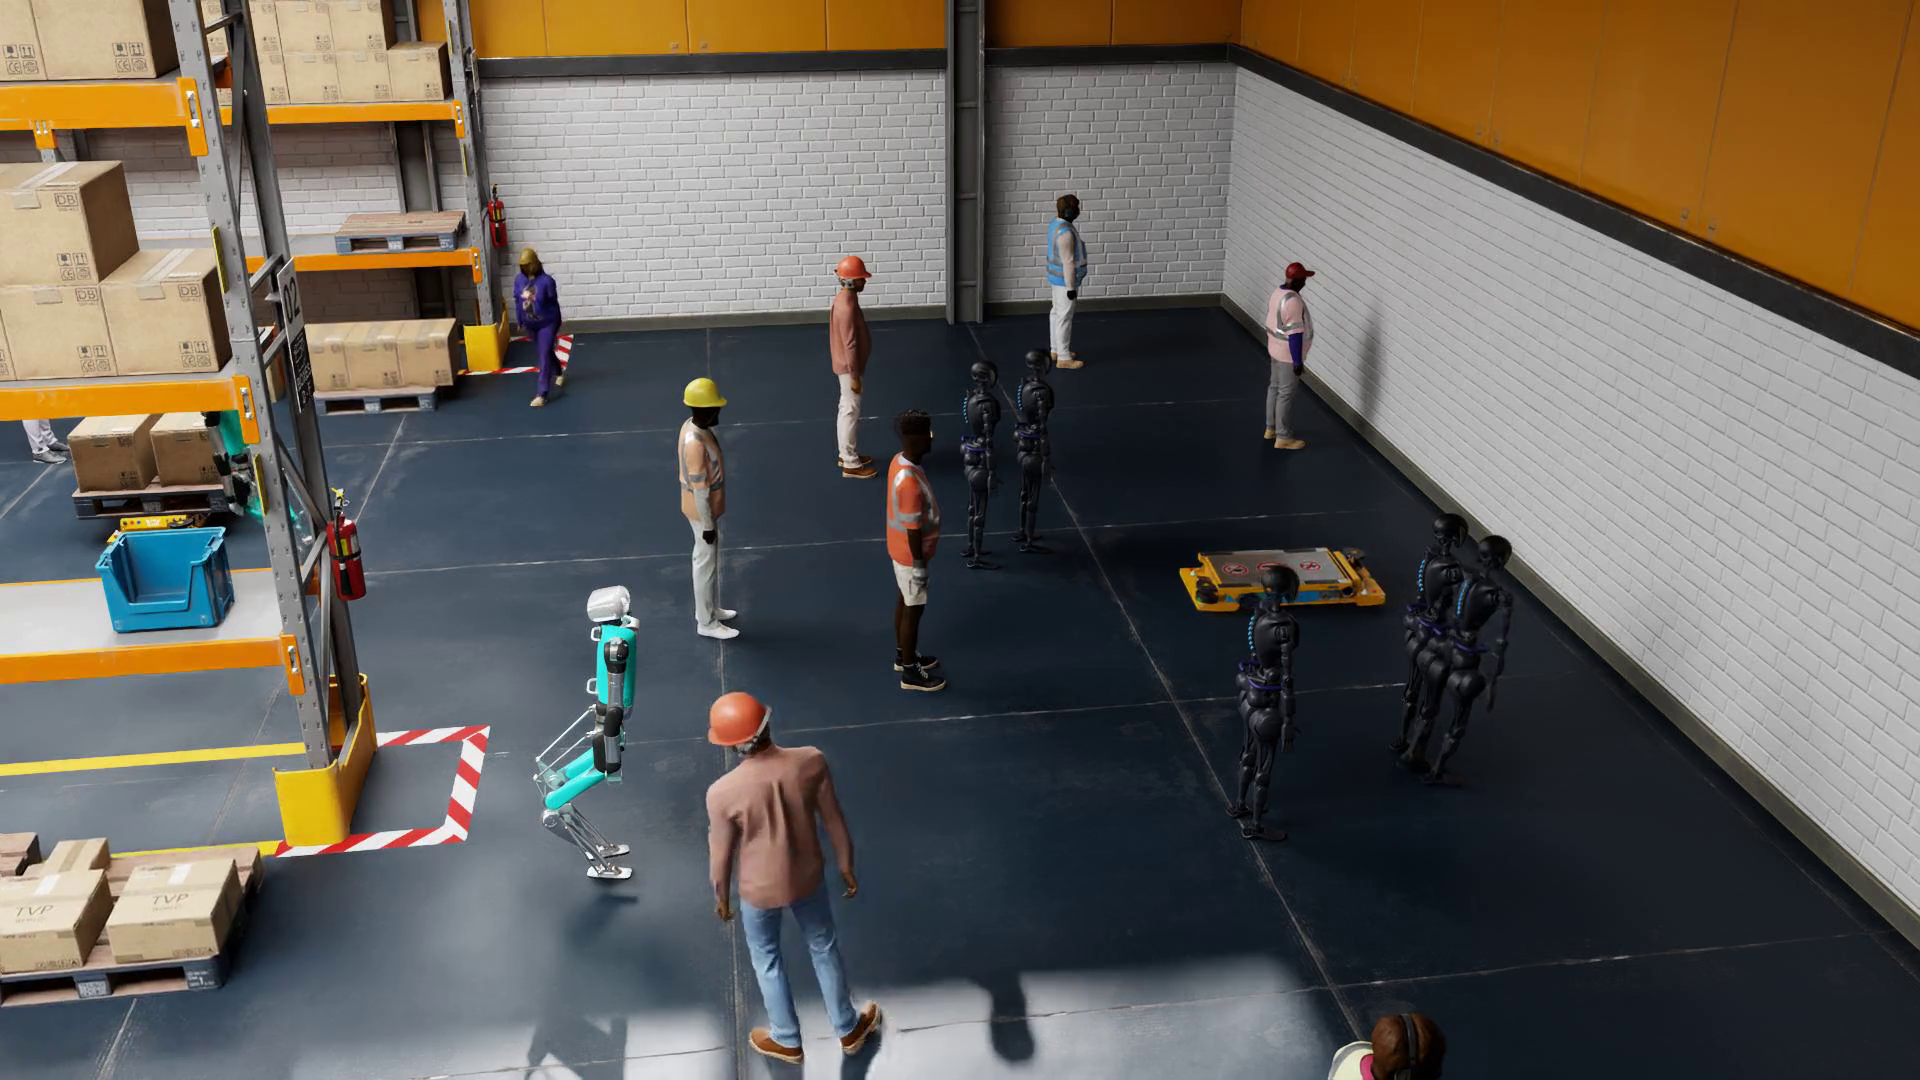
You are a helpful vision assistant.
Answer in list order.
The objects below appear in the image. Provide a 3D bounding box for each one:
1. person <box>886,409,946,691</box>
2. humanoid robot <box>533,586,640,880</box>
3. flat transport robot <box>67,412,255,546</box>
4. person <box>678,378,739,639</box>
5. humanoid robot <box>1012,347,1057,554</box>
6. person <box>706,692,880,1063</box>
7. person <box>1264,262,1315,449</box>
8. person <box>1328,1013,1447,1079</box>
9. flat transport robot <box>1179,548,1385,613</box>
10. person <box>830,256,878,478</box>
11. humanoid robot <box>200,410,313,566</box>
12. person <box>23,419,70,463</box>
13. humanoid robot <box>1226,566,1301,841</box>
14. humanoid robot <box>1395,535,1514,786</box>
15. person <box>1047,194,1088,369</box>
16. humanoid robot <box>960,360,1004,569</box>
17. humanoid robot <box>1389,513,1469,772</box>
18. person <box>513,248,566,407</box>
[{"bbox_3d":[-0.304,0.059,11.152,0.363,1.965,0.611,-4,24,-8],"label":"person"},{"bbox_3d":[-2.056,1.060,8.989,0.735,1.677,0.533,-3,24,-8],"label":"humanoid robot"},{"bbox_3d":[-6.648,-0.290,14.056,0.659,0.231,1.431,-3,24,-8],"label":"flat transport robot"},{"bbox_3d":[-1.800,-0.232,11.864,0.363,1.926,0.591,-4,24,-8],"label":"person"},{"bbox_3d":[0.596,-0.733,13.295,0.315,1.659,0.599,-3,24,-8],"label":"humanoid robot"},{"bbox_3d":[-0.787,1.569,7.742,0.763,1.942,0.483,-11,26,-24],"label":"person"},{"bbox_3d":[3.066,-1.724,15.477,0.420,1.753,0.620,-4,24,-8],"label":"person"},{"bbox_3d":[1.500,2.435,5.894,0.429,1.843,0.631,-4,24,-8],"label":"person"},{"bbox_3d":[2.450,0.307,12.696,1.431,0.231,0.659,-2,24,-5],"label":"flat transport robot"},{"bbox_3d":[-0.953,-1.537,14.755,0.378,1.993,0.619,-4,24,-8],"label":"person"},{"bbox_3d":[-5.126,-0.371,12.361,0.732,1.747,0.534,14,27,29],"label":"humanoid robot"},{"bbox_3d":[-8.470,-1.662,15.089,0.416,1.954,0.497,-4,24,-8],"label":"person"},{"bbox_3d":[1.762,0.913,9.548,0.315,1.657,0.599,-3,24,-8],"label":"humanoid robot"},{"bbox_3d":[2.978,0.724,9.998,0.442,1.631,0.616,-15,28,-30],"label":"humanoid robot"},{"bbox_3d":[1.141,-2.759,17.723,0.429,1.846,0.631,-4,24,-8],"label":"person"},{"bbox_3d":[0.169,-0.610,13.017,0.315,1.657,0.599,-3,24,-8],"label":"humanoid robot"},{"bbox_3d":[2.915,0.605,10.248,0.315,1.657,0.599,-3,24,-8],"label":"humanoid robot"},{"bbox_3d":[-4.226,-2.220,16.824,0.458,1.574,0.865,5,24,12],"label":"person"}]
